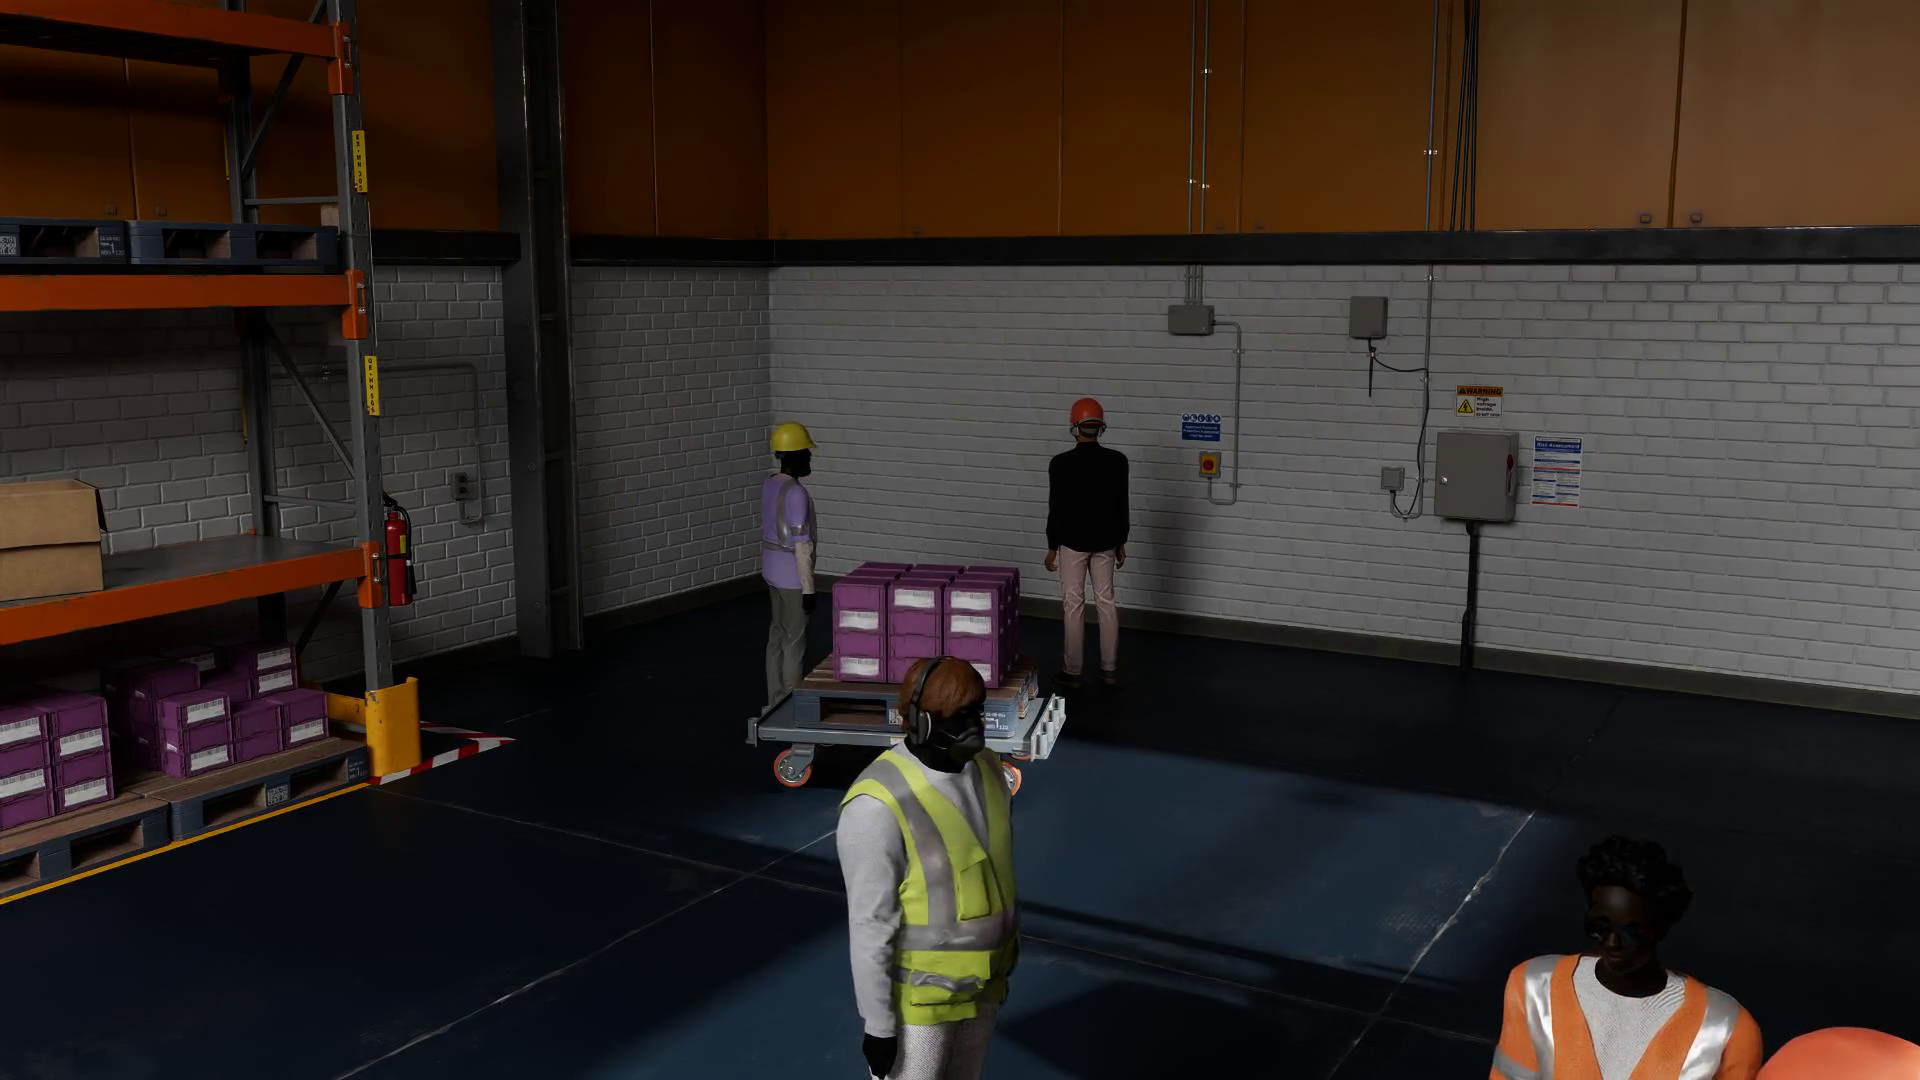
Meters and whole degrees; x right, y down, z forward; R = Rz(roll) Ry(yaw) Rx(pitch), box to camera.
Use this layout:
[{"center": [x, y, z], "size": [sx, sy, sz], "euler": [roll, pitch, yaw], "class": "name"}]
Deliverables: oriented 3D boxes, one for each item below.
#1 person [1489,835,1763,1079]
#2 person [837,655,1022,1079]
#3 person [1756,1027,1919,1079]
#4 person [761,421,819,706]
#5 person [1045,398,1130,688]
[{"center": [1.371, 1.441, 3.500], "size": [0.542, 1.695, 0.316], "euler": [6, 11, 31], "class": "person"}, {"center": [-0.053, 1.209, 4.495], "size": [0.429, 1.841, 0.633], "euler": [6, 11, 33], "class": "person"}, {"center": [1.075, 1.538, 2.142], "size": [0.374, 1.935, 0.552], "euler": [9, 13, 43], "class": "person"}, {"center": [-1.041, 0.227, 10.347], "size": [0.364, 1.930, 0.588], "euler": [-5, 10, -29], "class": "person"}, {"center": [0.868, 0.019, 11.442], "size": [0.623, 1.992, 0.391], "euler": [-4, 10, -22], "class": "person"}]
